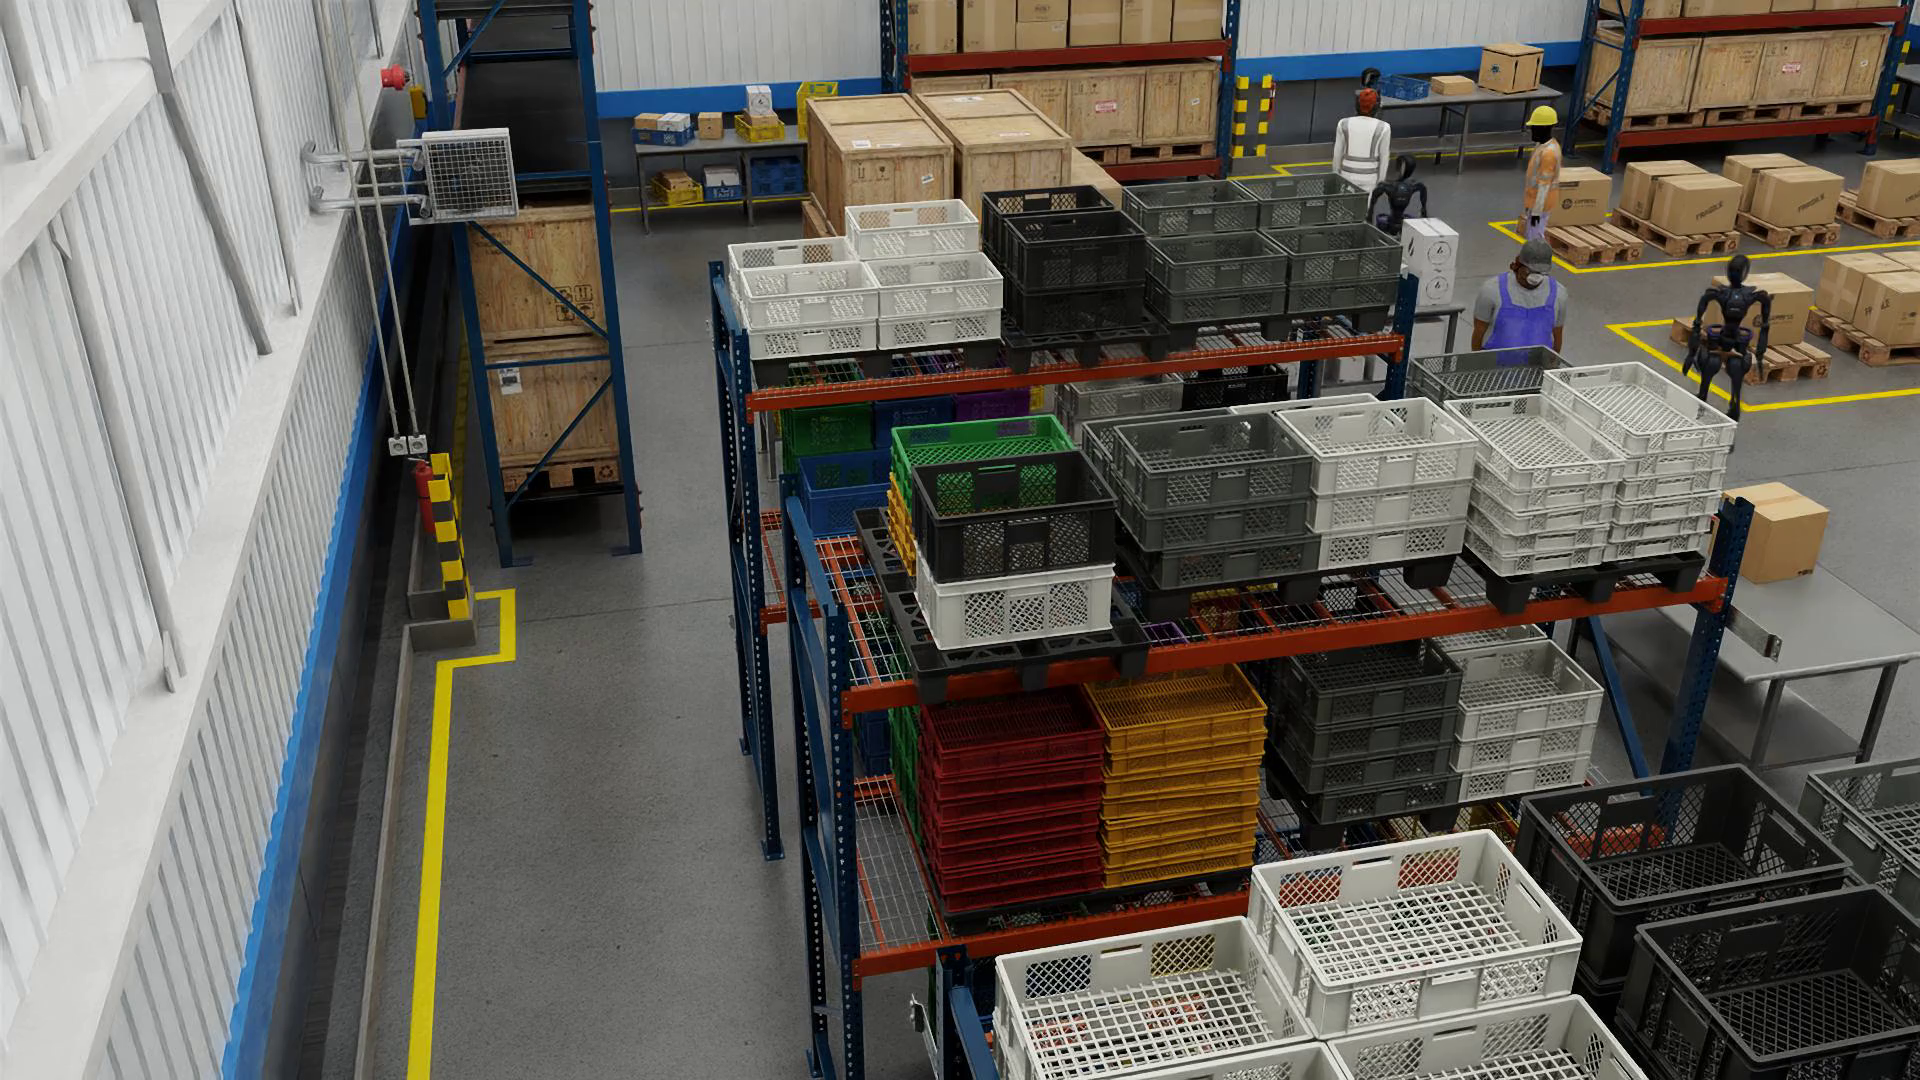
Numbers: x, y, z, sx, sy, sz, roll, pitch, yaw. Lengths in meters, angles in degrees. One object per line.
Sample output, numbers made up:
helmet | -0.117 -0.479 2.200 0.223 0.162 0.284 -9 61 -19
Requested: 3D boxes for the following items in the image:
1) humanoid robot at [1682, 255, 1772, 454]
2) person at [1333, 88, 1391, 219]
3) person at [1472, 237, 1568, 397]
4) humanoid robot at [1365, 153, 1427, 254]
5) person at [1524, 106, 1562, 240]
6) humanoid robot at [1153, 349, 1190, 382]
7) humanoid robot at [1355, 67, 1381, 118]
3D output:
humanoid robot | 6.170 -1.504 13.389 0.590 1.640 0.383 11 30 21
person | 4.202 -3.799 17.525 0.573 1.881 0.357 12 30 22
person | 4.233 -1.338 12.686 0.677 2.000 0.535 3 28 6
humanoid robot | 4.165 -2.941 16.107 0.664 1.641 0.342 0 28 0
person | 5.786 -3.400 16.741 0.417 1.913 0.598 5 28 9
humanoid robot | 1.346 -0.729 11.977 0.773 1.614 0.598 10 29 18
humanoid robot | 4.687 -4.655 19.348 0.326 1.660 0.591 2 28 3
